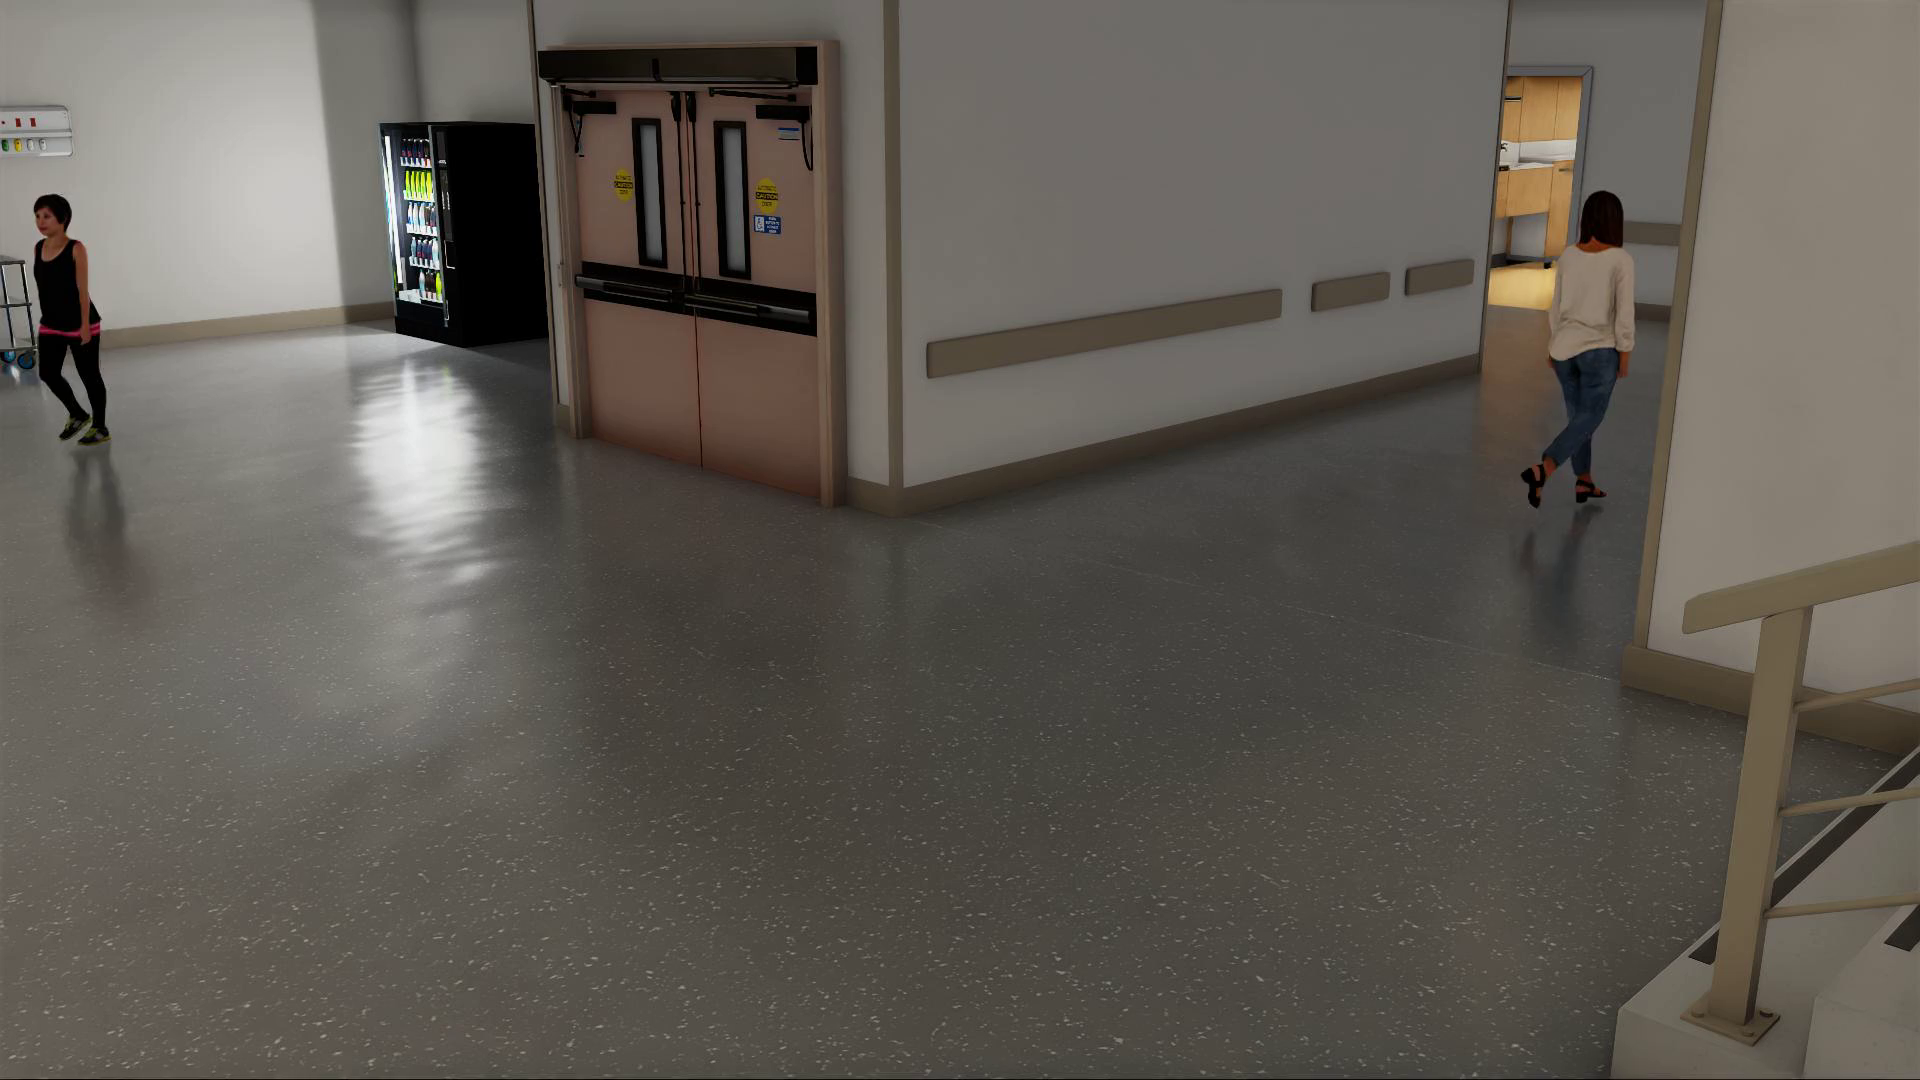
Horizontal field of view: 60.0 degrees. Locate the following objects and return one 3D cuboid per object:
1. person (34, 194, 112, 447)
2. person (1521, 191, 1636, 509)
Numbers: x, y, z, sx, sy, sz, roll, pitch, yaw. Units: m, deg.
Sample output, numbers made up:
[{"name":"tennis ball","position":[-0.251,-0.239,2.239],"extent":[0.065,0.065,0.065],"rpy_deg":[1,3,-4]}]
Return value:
[{"name":"person","position":[-5.478,-1.367,10.338],"extent":[0.625,1.543,0.701],"rpy_deg":[3,16,11]},{"name":"person","position":[3.202,-0.945,8.635],"extent":[0.810,1.656,1.003],"rpy_deg":[-10,19,-33]}]
